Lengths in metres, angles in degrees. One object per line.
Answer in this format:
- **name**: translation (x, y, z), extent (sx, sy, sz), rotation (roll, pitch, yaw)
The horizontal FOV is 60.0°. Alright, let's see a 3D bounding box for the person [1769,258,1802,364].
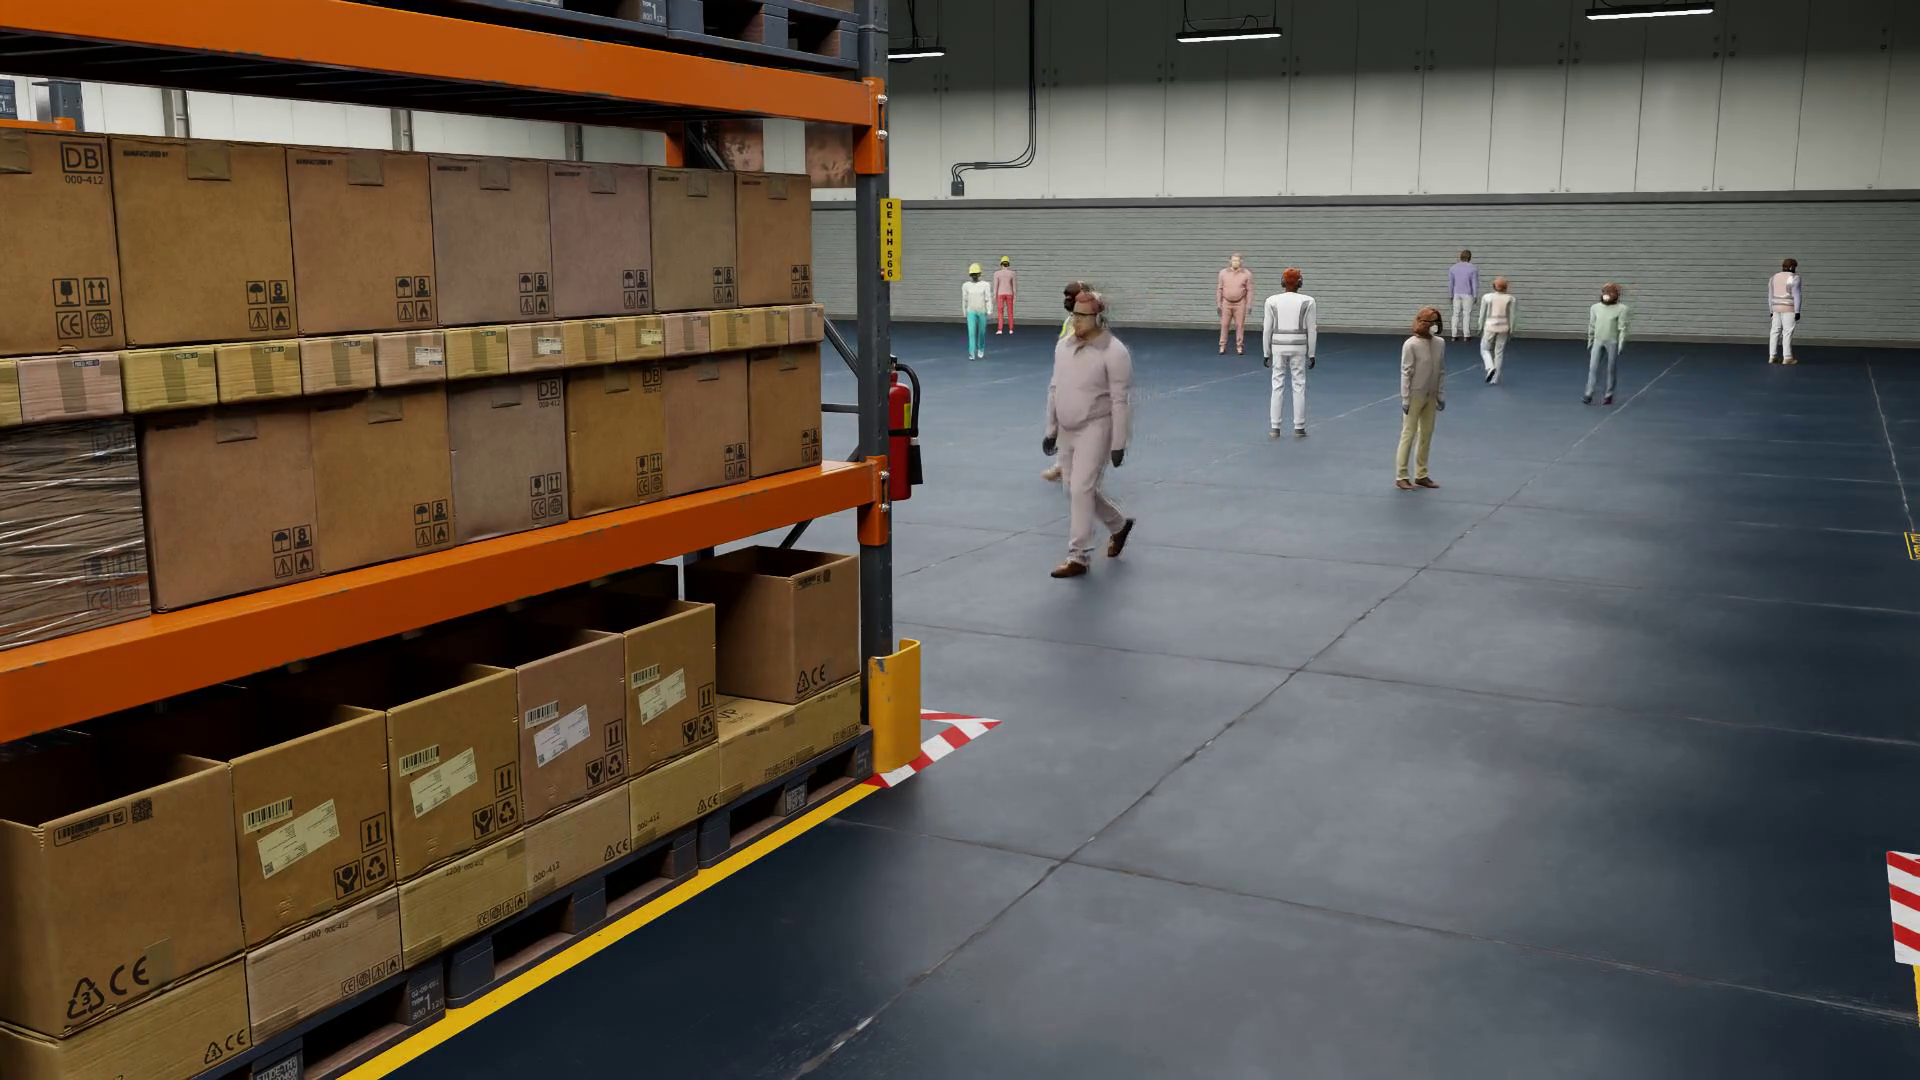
- **person**: translation (14.471, -4.005, 29.146), extent (0.429, 1.839, 0.623), rotation (-5, 11, -24)

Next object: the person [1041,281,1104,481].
- **person**: translation (0.992, -1.423, 15.088), extent (0.660, 1.821, 0.661), rotation (-3, 11, -15)

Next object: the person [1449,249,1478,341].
- **person**: translation (10.687, -5.188, 35.315), extent (0.635, 1.937, 0.355), rotation (9, 14, 40)

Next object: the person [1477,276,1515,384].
- **person**: translation (8.062, -3.142, 24.989), extent (0.542, 1.625, 0.409), rotation (1, 10, 5)

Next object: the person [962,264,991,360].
- **person**: translation (0.304, -4.148, 30.191), extent (0.522, 1.737, 0.832), rotation (0, 10, 2)

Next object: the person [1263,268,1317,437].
- **person**: translation (3.667, -2.081, 18.518), extent (0.583, 1.882, 0.338), rotation (3, 11, 17)

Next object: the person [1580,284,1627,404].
- **person**: translation (8.482, -2.567, 21.920), extent (0.526, 1.593, 0.801), rotation (9, 14, 40)

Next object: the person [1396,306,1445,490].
- **person**: translation (4.083, -1.247, 14.692), extent (0.505, 1.624, 0.296), rotation (-6, 12, -31)

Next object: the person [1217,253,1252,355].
- **person**: translation (5.148, -4.436, 31.304), extent (0.647, 1.907, 0.402), rotation (2, 11, 13)

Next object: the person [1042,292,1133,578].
- **person**: translation (0.890, -0.720, 11.119), extent (0.809, 1.878, 0.649), rotation (-8, 13, -36)

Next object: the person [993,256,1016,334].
- **person**: translation (1.015, -5.546, 37.737), extent (0.535, 1.767, 0.316), rotation (-2, 11, -10)
